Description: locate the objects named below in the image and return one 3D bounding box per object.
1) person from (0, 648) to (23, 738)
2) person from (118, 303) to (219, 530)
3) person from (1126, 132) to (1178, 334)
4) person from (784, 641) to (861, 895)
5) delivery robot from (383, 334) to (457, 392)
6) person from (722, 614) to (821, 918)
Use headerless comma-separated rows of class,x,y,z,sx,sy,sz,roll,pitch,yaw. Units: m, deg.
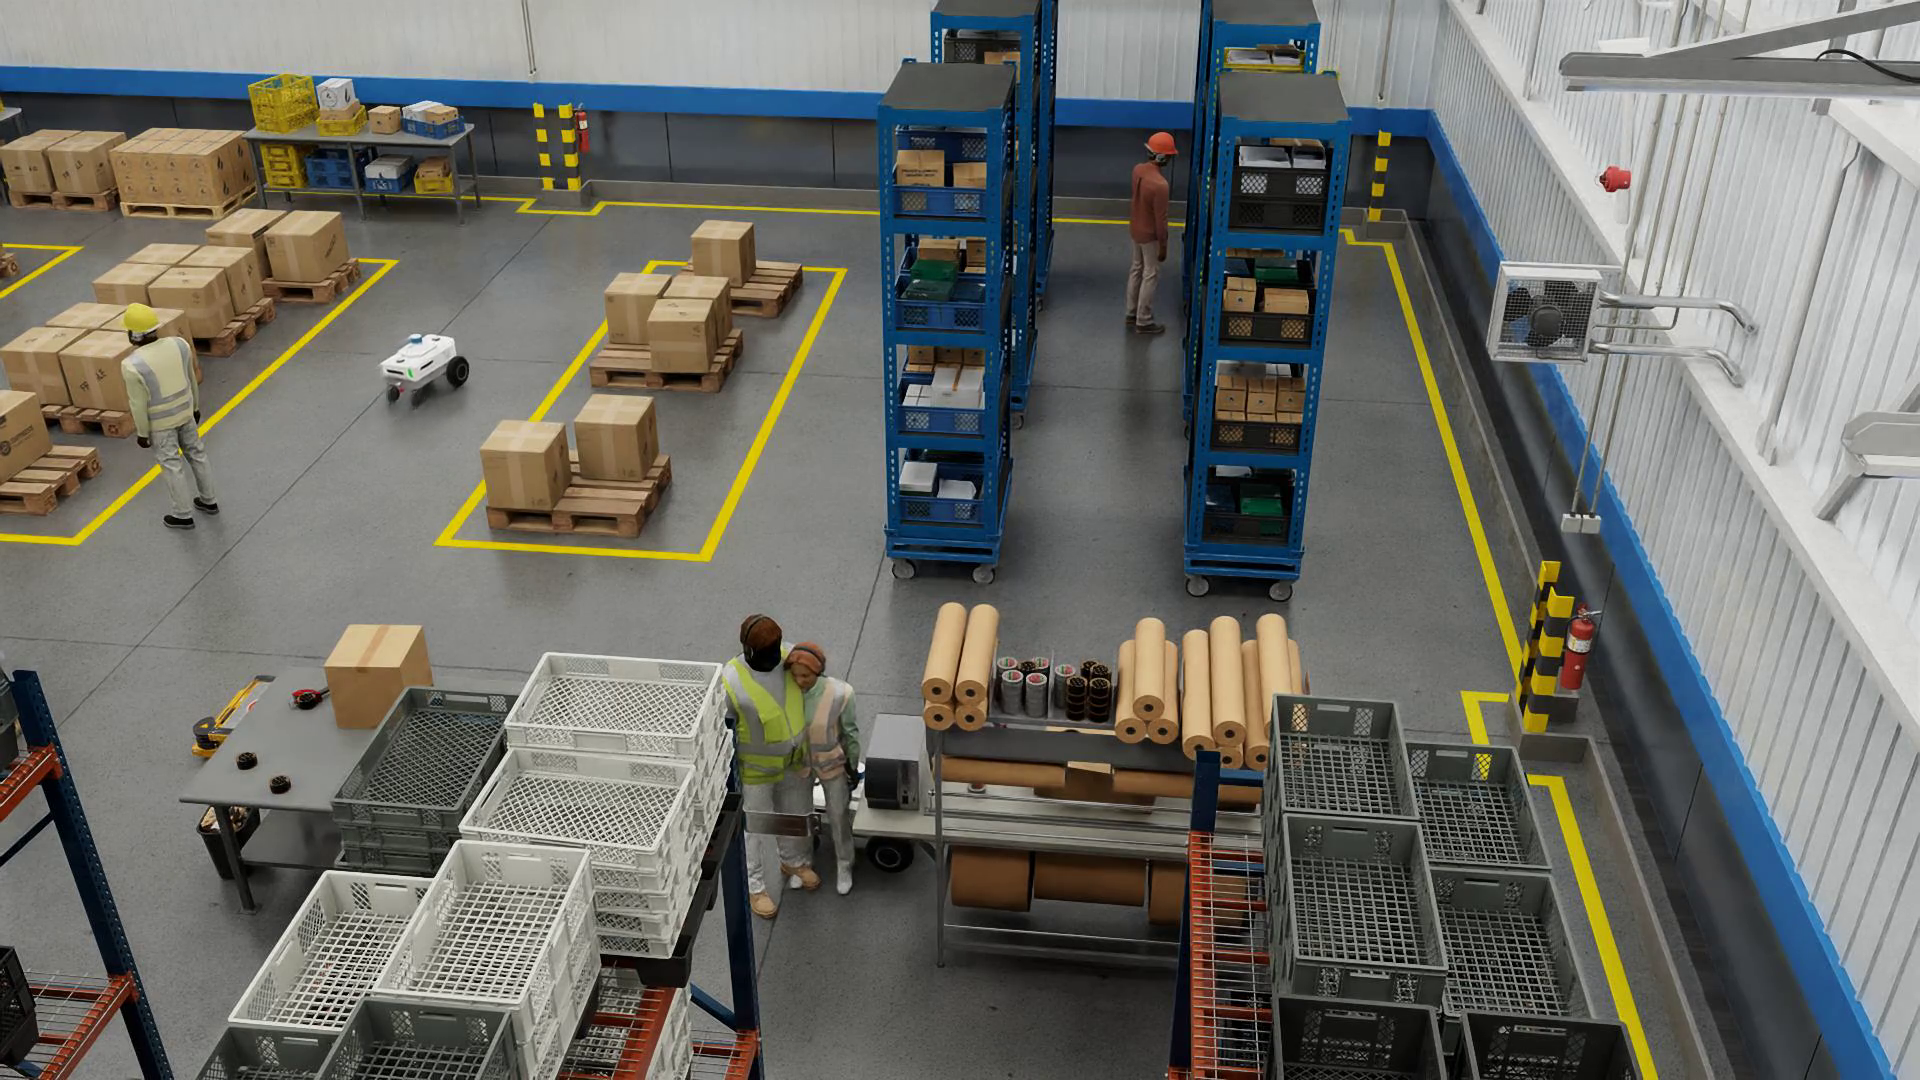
person,-6.223,0.532,10.328,0.533,1.692,0.322,12,32,19
person,-6.083,-0.958,12.746,0.404,1.837,0.590,13,33,22
person,1.847,-2.953,16.036,0.412,1.979,0.630,-11,32,-18
person,-0.802,1.242,9.168,0.526,1.631,0.315,3,30,5
delivery robot,-4.893,-1.627,15.070,0.477,0.478,0.707,11,32,18
person,-1.027,1.200,9.036,0.625,1.844,0.429,-26,39,-37
